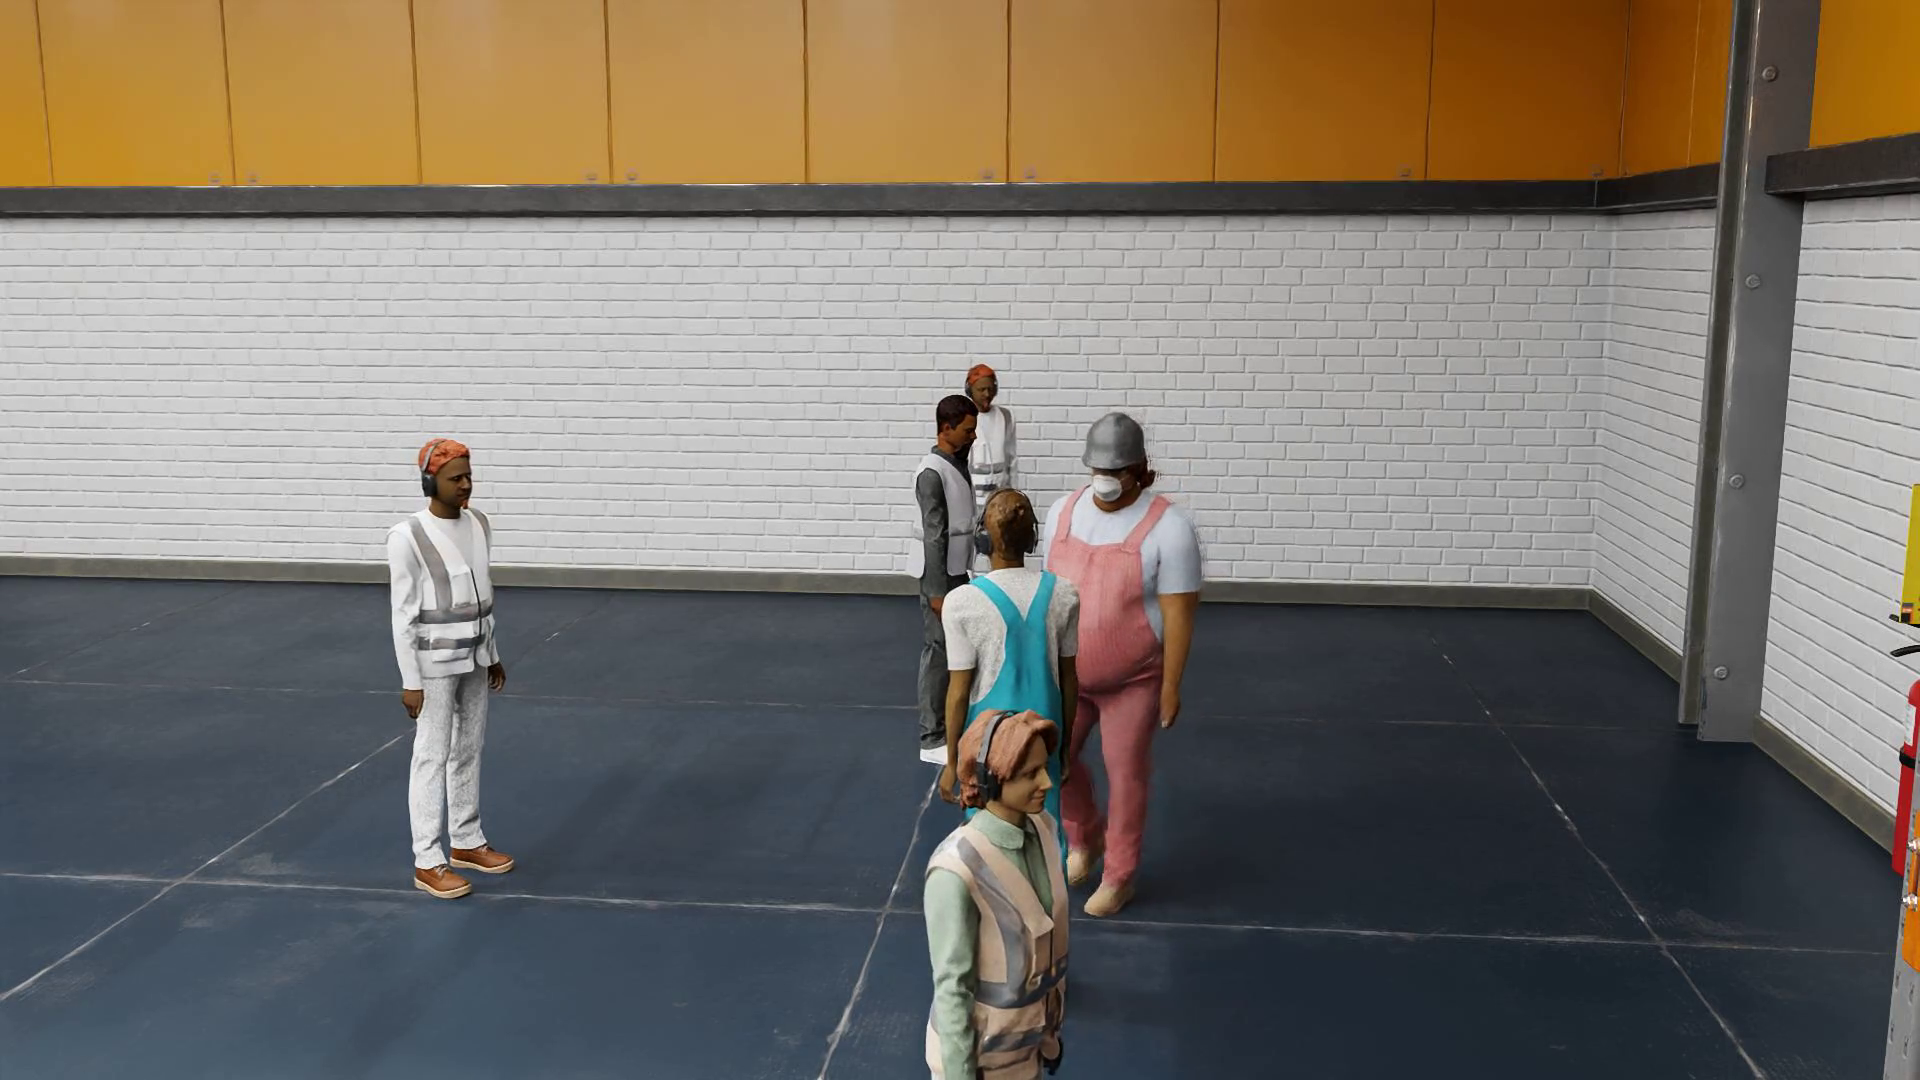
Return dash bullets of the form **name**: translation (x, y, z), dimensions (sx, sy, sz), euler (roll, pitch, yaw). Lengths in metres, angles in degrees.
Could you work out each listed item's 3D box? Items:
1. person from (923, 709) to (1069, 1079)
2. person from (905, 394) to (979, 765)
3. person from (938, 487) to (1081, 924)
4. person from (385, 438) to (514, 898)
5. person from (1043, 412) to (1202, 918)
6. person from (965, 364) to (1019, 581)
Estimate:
- **person**: translation (0.086, 1.180, 3.800), dimensions (0.313, 1.642, 0.513), euler (5, 11, 28)
- **person**: translation (-0.073, 0.200, 8.636), dimensions (0.392, 1.914, 0.588), euler (2, 10, 11)
- **person**: translation (0.169, 0.735, 5.764), dimensions (0.506, 1.847, 0.350), euler (-4, 11, -21)
- **person**: translation (-2.110, 0.517, 6.900), dimensions (0.337, 1.882, 0.583), euler (4, 11, 22)
- **person**: translation (0.587, 0.488, 6.618), dimensions (0.707, 2.000, 0.536), euler (6, 12, 33)
- **person**: translation (0.142, -0.271, 11.443), dimensions (0.588, 1.874, 0.348), euler (-5, 11, -28)
